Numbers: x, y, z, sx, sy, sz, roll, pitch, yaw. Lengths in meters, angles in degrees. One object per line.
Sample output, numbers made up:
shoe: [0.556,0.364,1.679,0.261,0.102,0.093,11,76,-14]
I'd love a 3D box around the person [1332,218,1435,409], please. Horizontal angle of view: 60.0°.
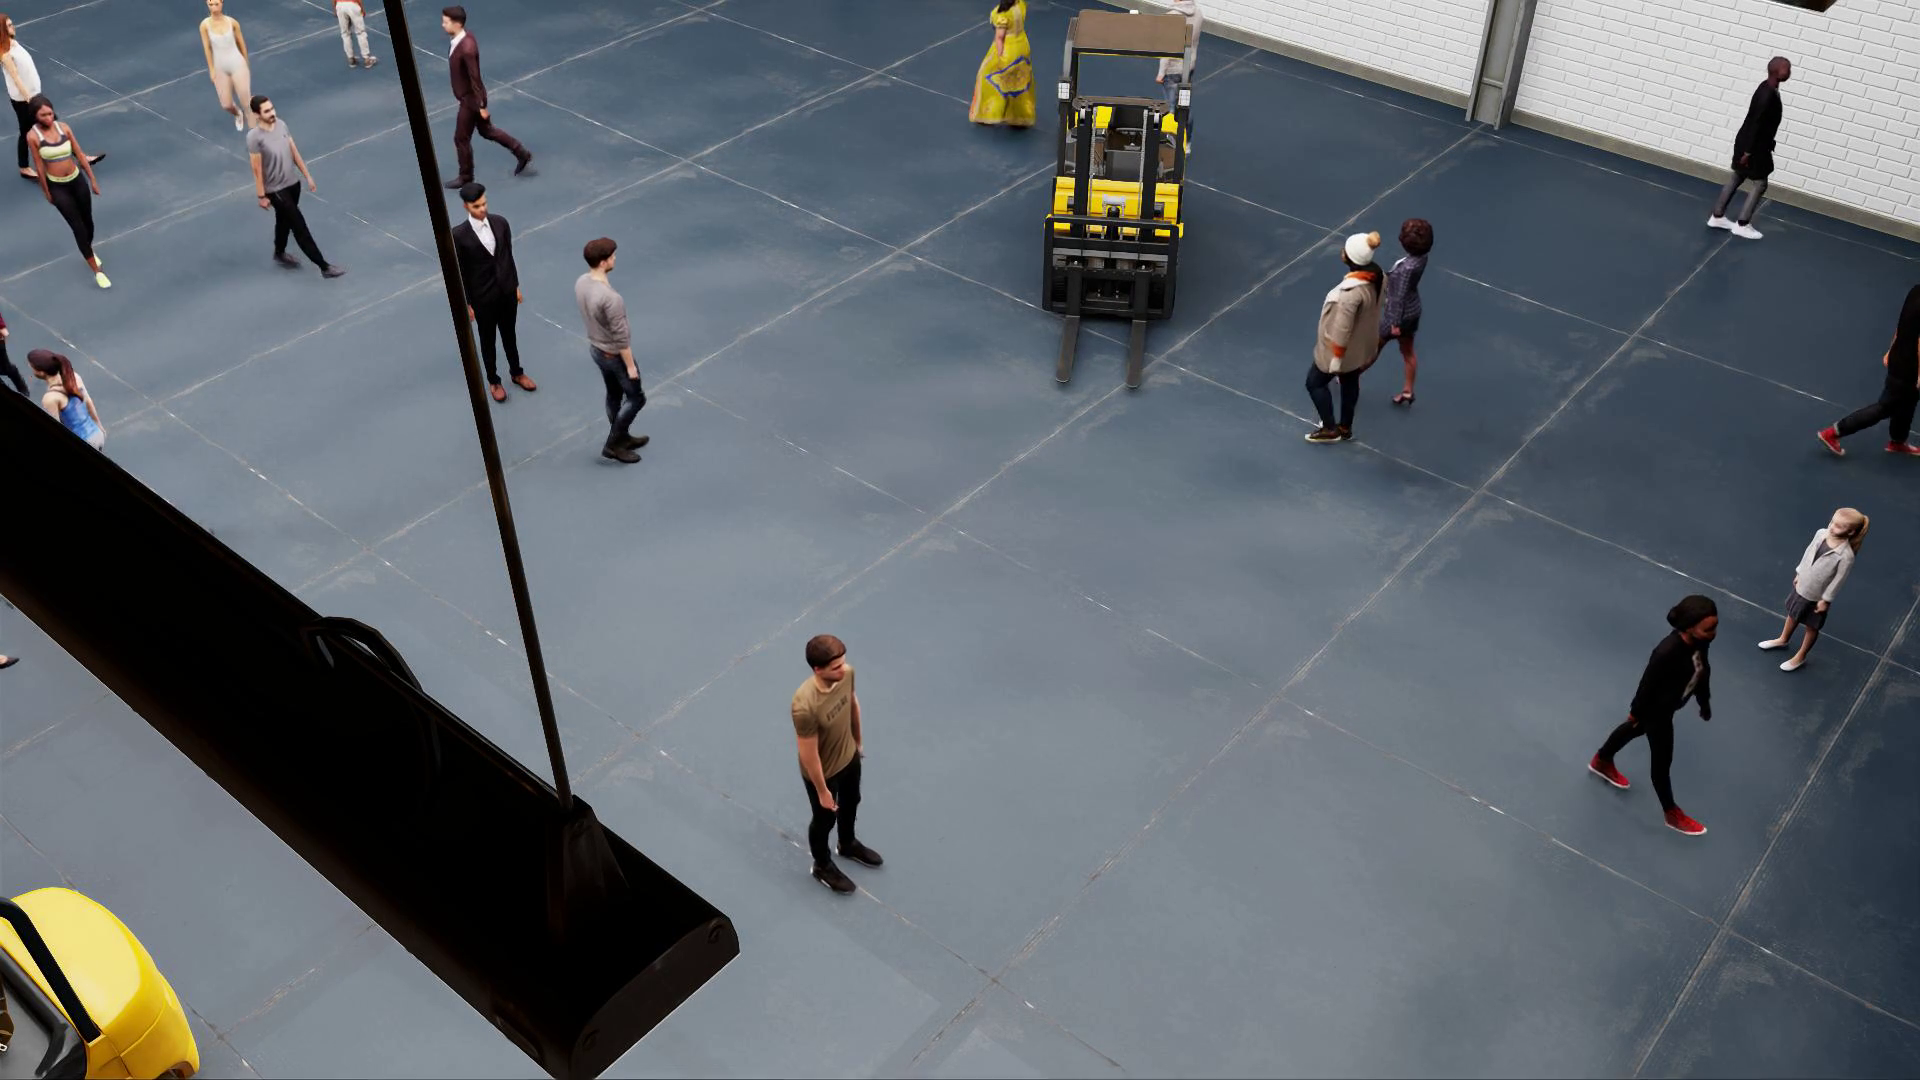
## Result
person: [3.606,-1.769,13.320,0.947,1.673,0.656,25,45,28]

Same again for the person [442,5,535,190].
person: [-4.750,-4.399,16.471,1.166,1.850,1.223,-10,40,-12]

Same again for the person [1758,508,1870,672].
person: [5.691,0.305,11.041,0.659,1.276,0.586,-10,40,-12]

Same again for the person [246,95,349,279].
person: [-6.207,-3.202,15.085,1.217,1.707,0.923,12,40,15]

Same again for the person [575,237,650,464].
person: [-2.691,-1.428,12.711,0.801,1.898,0.702,-28,46,-30]

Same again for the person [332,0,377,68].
person: [-6.986,-6.065,18.994,0.552,1.304,0.622,0,39,1]

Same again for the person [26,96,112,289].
person: [-8.098,-3.209,15.076,0.648,1.729,0.994,-31,48,-33]

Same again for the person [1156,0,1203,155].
person: [2.240,-4.821,16.998,0.707,1.851,0.615,-29,47,-31]

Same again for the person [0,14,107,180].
person: [-9.376,-4.366,16.567,1.087,1.678,1.032,-5,39,-6]

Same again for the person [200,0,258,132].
person: [-7.590,-4.915,17.292,0.743,1.632,0.840,-14,41,-17]

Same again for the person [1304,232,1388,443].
person: [3.081,-1.531,12.852,0.627,1.883,0.688,27,46,30]

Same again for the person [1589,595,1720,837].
person: [4.129,0.935,9.965,0.709,1.632,1.082,-28,47,-31]

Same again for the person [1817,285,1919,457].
person: [7.190,-1.349,12.743,1.178,1.735,0.909,11,40,13]

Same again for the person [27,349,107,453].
person: [-6.289,-0.690,12.027,0.861,1.599,0.783,4,39,5]

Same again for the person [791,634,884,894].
person: [-0.761,1.248,9.401,0.643,1.847,0.698,22,44,25]

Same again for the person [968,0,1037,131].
person: [0.586,-5.080,17.490,0.834,1.641,0.796,29,47,31]

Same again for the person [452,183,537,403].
person: [-3.803,-2.029,13.476,0.728,1.883,0.602,-29,47,-31]

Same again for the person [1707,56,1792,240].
person: [7.409,-3.736,15.721,0.843,1.748,0.781,12,40,15]
